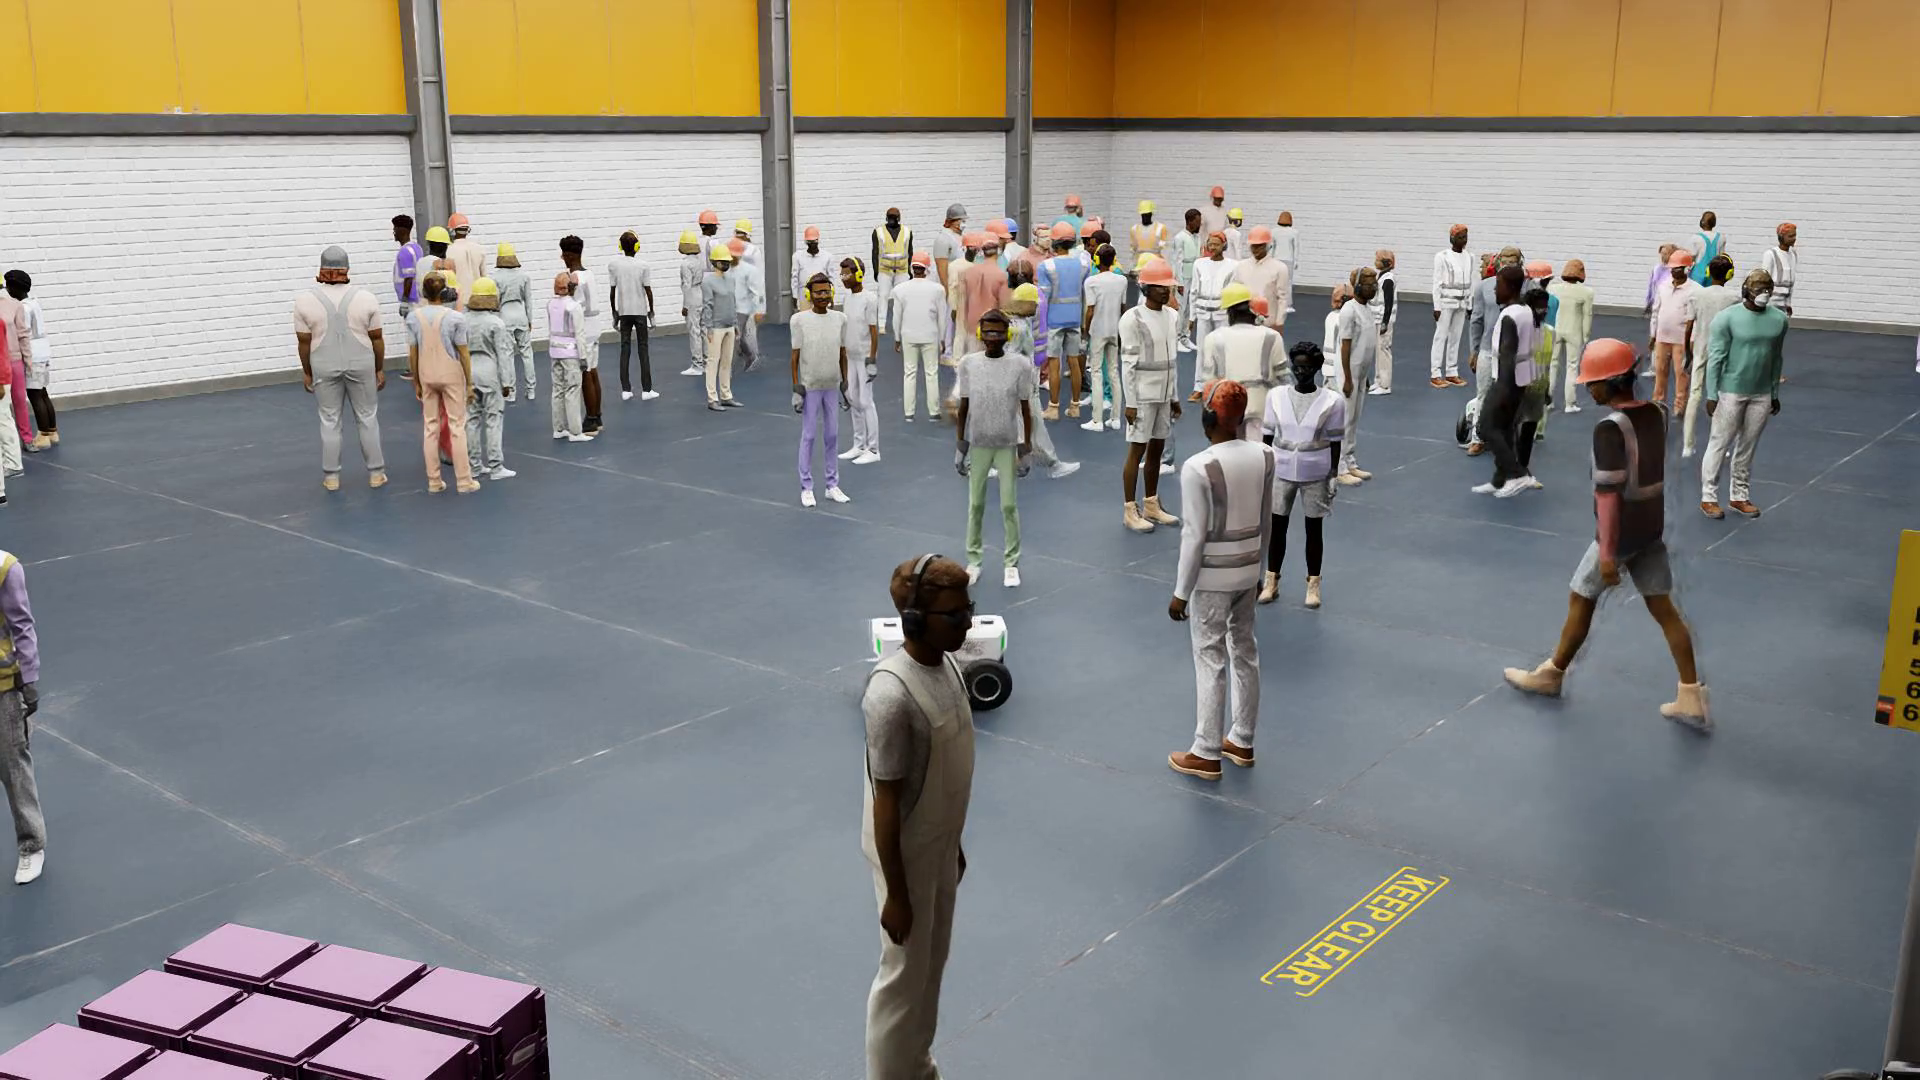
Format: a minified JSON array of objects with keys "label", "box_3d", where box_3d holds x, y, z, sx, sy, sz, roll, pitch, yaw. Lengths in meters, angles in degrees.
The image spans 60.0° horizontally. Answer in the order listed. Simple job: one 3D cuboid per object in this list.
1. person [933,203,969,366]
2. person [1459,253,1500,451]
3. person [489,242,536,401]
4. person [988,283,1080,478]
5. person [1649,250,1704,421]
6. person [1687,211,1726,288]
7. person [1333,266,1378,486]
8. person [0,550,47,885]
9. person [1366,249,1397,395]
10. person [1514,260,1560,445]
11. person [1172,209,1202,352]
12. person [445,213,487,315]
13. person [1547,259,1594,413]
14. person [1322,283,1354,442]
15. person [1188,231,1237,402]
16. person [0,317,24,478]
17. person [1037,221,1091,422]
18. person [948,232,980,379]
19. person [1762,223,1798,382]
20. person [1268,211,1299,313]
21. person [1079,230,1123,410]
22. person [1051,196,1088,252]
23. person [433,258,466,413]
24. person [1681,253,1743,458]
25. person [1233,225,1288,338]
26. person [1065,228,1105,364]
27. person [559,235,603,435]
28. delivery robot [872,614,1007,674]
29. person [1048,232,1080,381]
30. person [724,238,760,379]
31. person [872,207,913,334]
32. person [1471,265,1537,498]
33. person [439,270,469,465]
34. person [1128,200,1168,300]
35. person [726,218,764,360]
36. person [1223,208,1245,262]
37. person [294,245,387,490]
[{"label":"person","box_3d":[-0.020,-3.252,21.170,0.536,2.000,0.672,7,16,26]},{"label":"person","box_3d":[4.968,-1.755,15.583,0.390,1.846,0.565,9,16,31]},{"label":"person","box_3d":[-4.974,-2.416,18.435,0.491,1.740,0.321,-11,18,-37]},{"label":"person","box_3d":[0.543,-1.362,14.318,0.937,1.690,0.504,0,14,0]},{"label":"person","box_3d":[7.376,-2.112,17.192,0.330,1.750,0.573,-9,17,-32]},{"label":"person","box_3d":[10.284,-3.617,23.024,0.508,1.847,0.345,-1,14,-3]},{"label":"person","box_3d":[3.366,-1.396,14.150,0.351,1.847,0.507,9,17,32]},{"label":"person","box_3d":[-3.942,0.590,6.631,0.525,1.639,0.307,-2,14,-7]},{"label":"person","box_3d":[4.780,-2.465,18.828,0.310,1.643,0.522,1,14,5]},{"label":"person","box_3d":[5.470,-1.783,15.878,0.327,1.752,0.563,11,18,38]},{"label":"person","box_3d":[3.050,-3.502,22.444,0.384,1.910,0.594,10,17,34]},{"label":"person","box_3d":[-5.852,-2.847,19.645,0.381,1.994,0.614,11,18,38]},{"label":"person","box_3d":[6.454,-2.165,17.670,0.491,1.625,0.283,12,18,39]},{"label":"person","box_3d":[3.385,-1.466,14.846,0.309,1.639,0.523,-2,14,-8]},{"label":"person","box_3d":[2.782,-2.434,18.222,0.573,1.883,0.354,6,15,23]},{"label":"person","box_3d":[-8.419,-1.404,14.397,0.575,1.740,0.349,12,18,40]},{"label":"person","box_3d":[1.043,-2.241,17.122,0.615,2.043,0.373,-7,15,-25]},{"label":"person","box_3d":[0.126,-2.820,20.015,0.576,1.754,0.326,-9,17,-33]},{"label":"person","box_3d":[9.662,-2.798,19.677,0.575,1.883,0.362,-9,16,-31]},{"label":"person","box_3d":[5.263,-4.523,27.070,0.501,1.633,0.286,6,15,24]},{"label":"person","box_3d":[1.526,-2.358,17.849,0.378,1.916,0.598,-8,16,-28]},{"label":"person","box_3d":[1.715,-4.284,25.510,0.629,1.943,1.036,3,14,12]},{"label":"person","box_3d":[-5.393,-2.161,17.624,0.309,1.639,0.523,-1,14,-5]},{"label":"person","box_3d":[6.861,-1.668,15.183,0.519,1.874,0.326,11,18,38]},{"label":"person","box_3d":[3.117,-2.298,17.456,0.622,1.990,0.401,9,16,31]},{"label":"person","box_3d":[1.643,-3.118,21.172,0.673,1.782,0.412,-11,18,-38]},{"label":"person","box_3d":[-3.723,-2.008,16.351,0.370,1.963,0.608,1,14,3]},{"label":"delivery robot","box_3d":[-0.116,0.541,8.834,0.707,0.478,0.477,-1,14,-5]},{"label":"person","box_3d":[1.277,-2.822,19.881,0.518,1.834,0.346,-7,16,-25]},{"label":"person","box_3d":[-2.694,-2.825,20.183,0.612,1.701,0.830,7,16,26]},{"label":"person","box_3d":[-0.976,-3.926,24.275,0.620,1.840,0.430,-3,14,-12]},{"label":"person","box_3d":[4.462,-1.282,13.574,0.434,1.905,0.605,8,16,30]},{"label":"person","box_3d":[-4.544,-1.522,14.812,0.354,1.752,0.552,-2,14,-8]},{"label":"person","box_3d":[2.822,-4.130,24.929,0.616,1.911,0.526,6,15,21]},{"label":"person","box_3d":[-2.797,-3.248,21.598,0.595,1.824,0.403,7,16,27]},{"label":"person","box_3d":[4.167,-4.178,25.432,0.328,1.765,0.532,-5,15,-19]},{"label":"person","box_3d":[-5.175,-1.447,13.958,0.689,2.000,0.539,-5,15,-18]}]
